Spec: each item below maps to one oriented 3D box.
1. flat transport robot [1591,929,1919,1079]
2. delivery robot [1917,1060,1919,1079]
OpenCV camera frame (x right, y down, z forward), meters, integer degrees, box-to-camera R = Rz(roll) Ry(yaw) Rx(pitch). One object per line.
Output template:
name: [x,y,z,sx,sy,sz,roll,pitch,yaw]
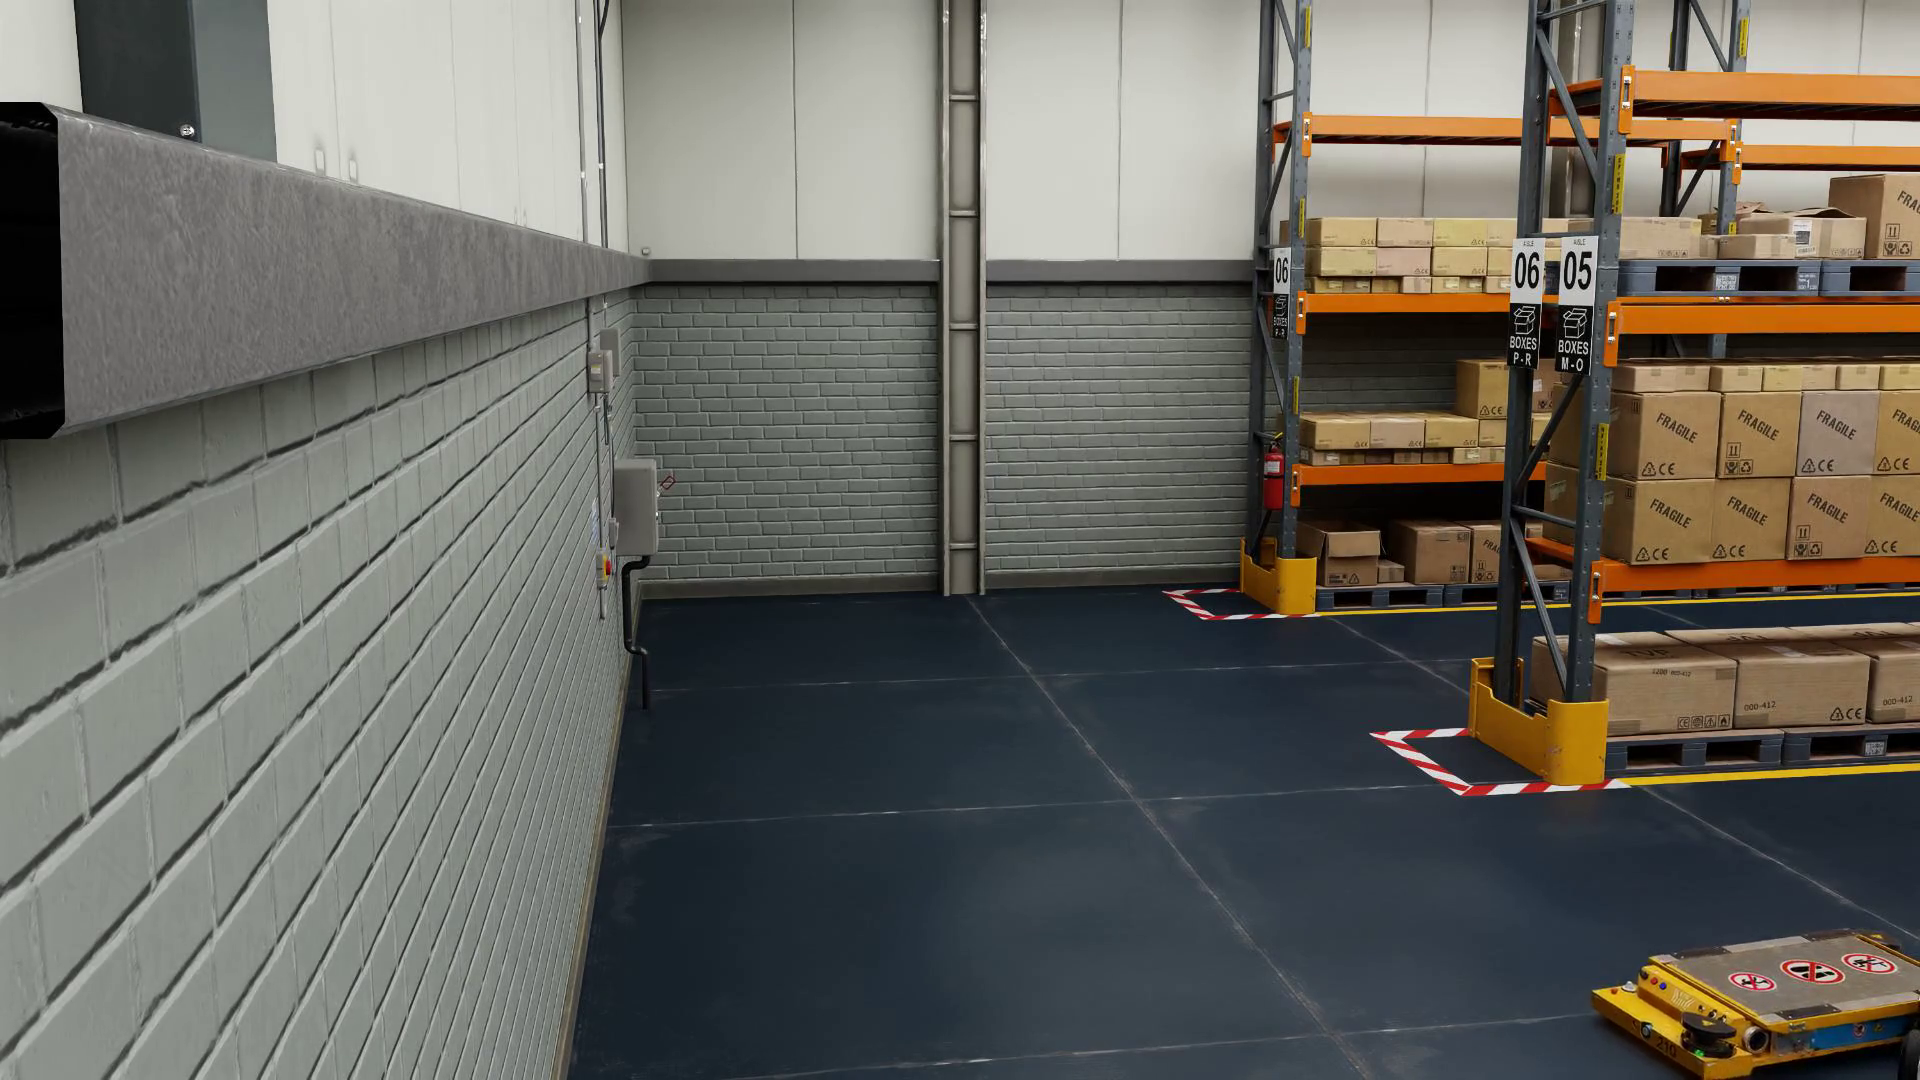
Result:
flat transport robot: [3.343,1.830,6.653,1.431,0.197,0.652,-3,10,-17]
delivery robot: [3.495,1.797,5.693,0.477,0.478,0.707,6,11,34]
